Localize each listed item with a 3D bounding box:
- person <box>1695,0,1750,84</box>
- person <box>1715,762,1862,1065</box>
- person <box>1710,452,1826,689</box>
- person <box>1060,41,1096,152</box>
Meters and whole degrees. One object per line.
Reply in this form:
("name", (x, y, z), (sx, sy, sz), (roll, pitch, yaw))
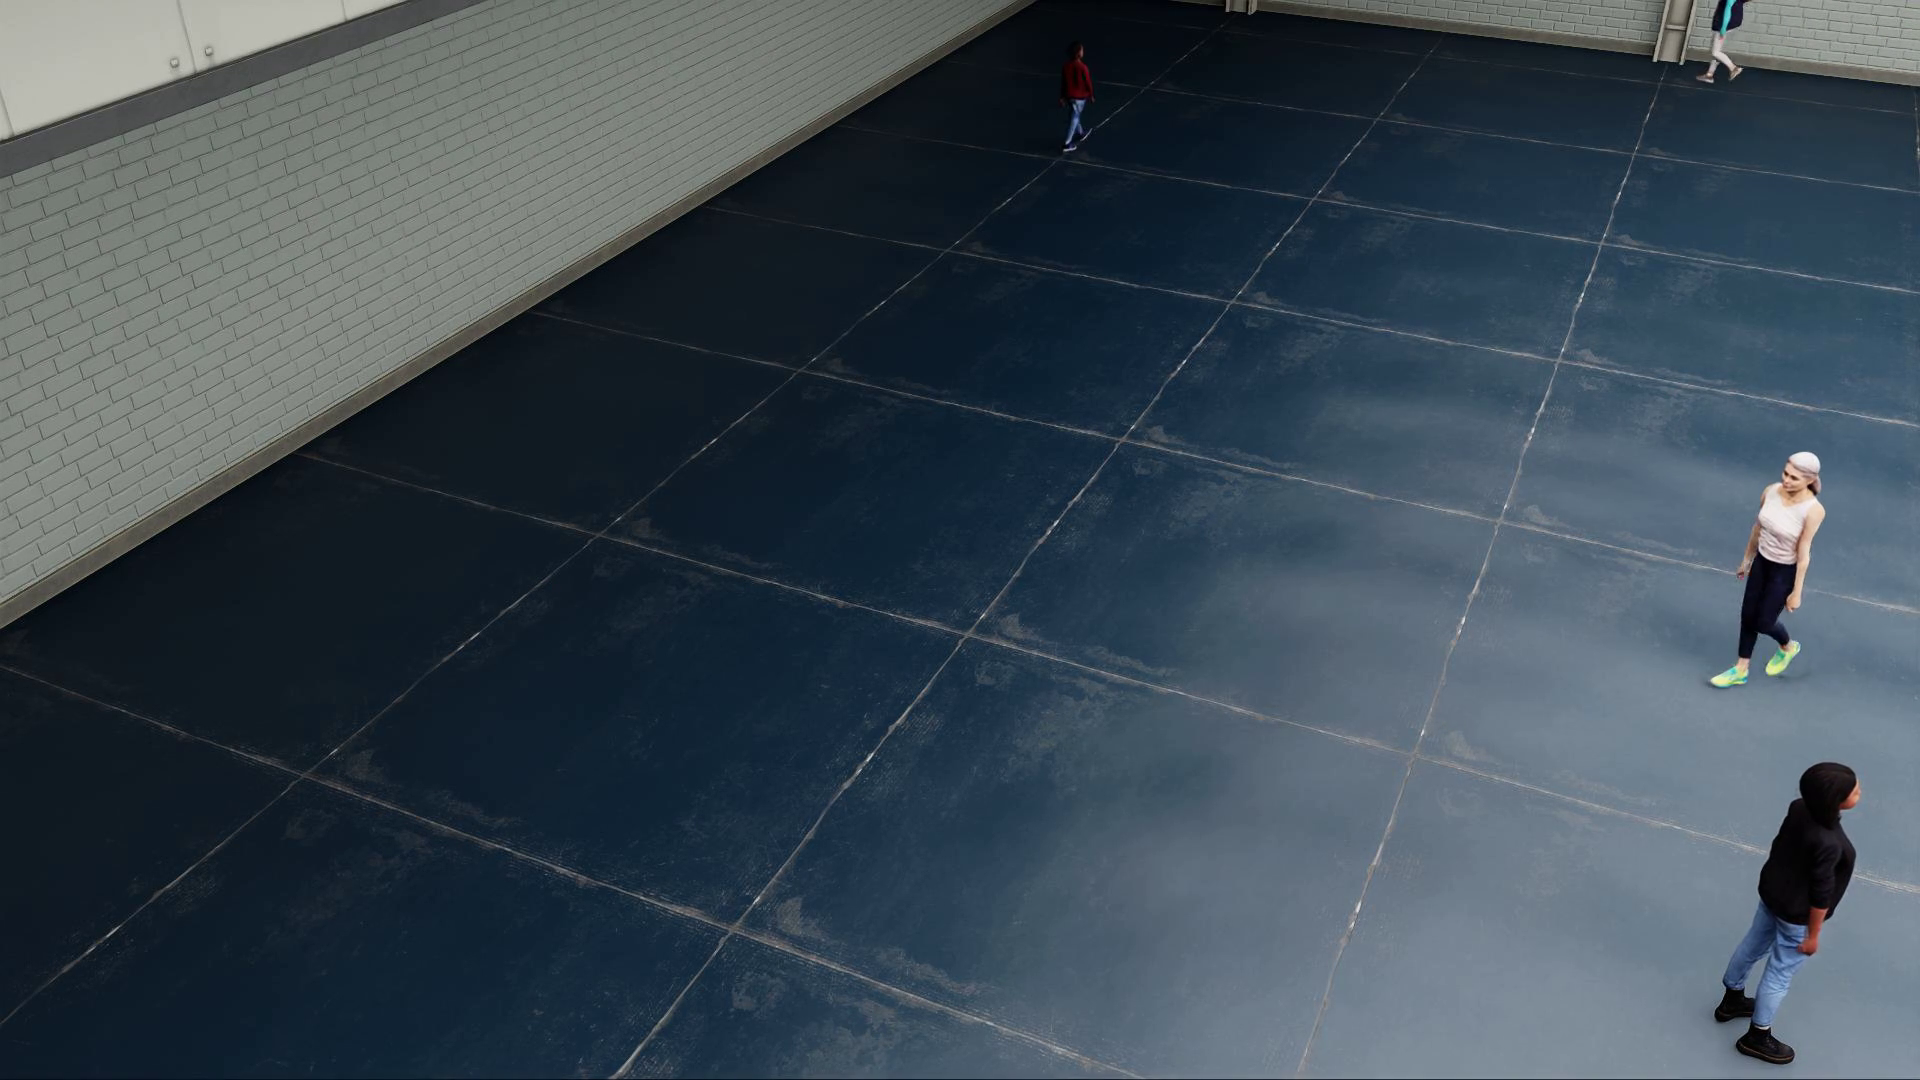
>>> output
("person", (9.813, -6.547, 21.200), (0.805, 1.487, 0.634), (20, 37, 28))
("person", (3.922, 1.736, 7.868), (0.677, 1.701, 0.659), (-1, 32, -2))
("person", (5.136, 0.187, 10.330), (0.940, 1.695, 0.873), (-9, 33, -15))
("person", (1.298, -5.073, 19.109), (0.837, 1.224, 0.717), (25, 40, 34))
